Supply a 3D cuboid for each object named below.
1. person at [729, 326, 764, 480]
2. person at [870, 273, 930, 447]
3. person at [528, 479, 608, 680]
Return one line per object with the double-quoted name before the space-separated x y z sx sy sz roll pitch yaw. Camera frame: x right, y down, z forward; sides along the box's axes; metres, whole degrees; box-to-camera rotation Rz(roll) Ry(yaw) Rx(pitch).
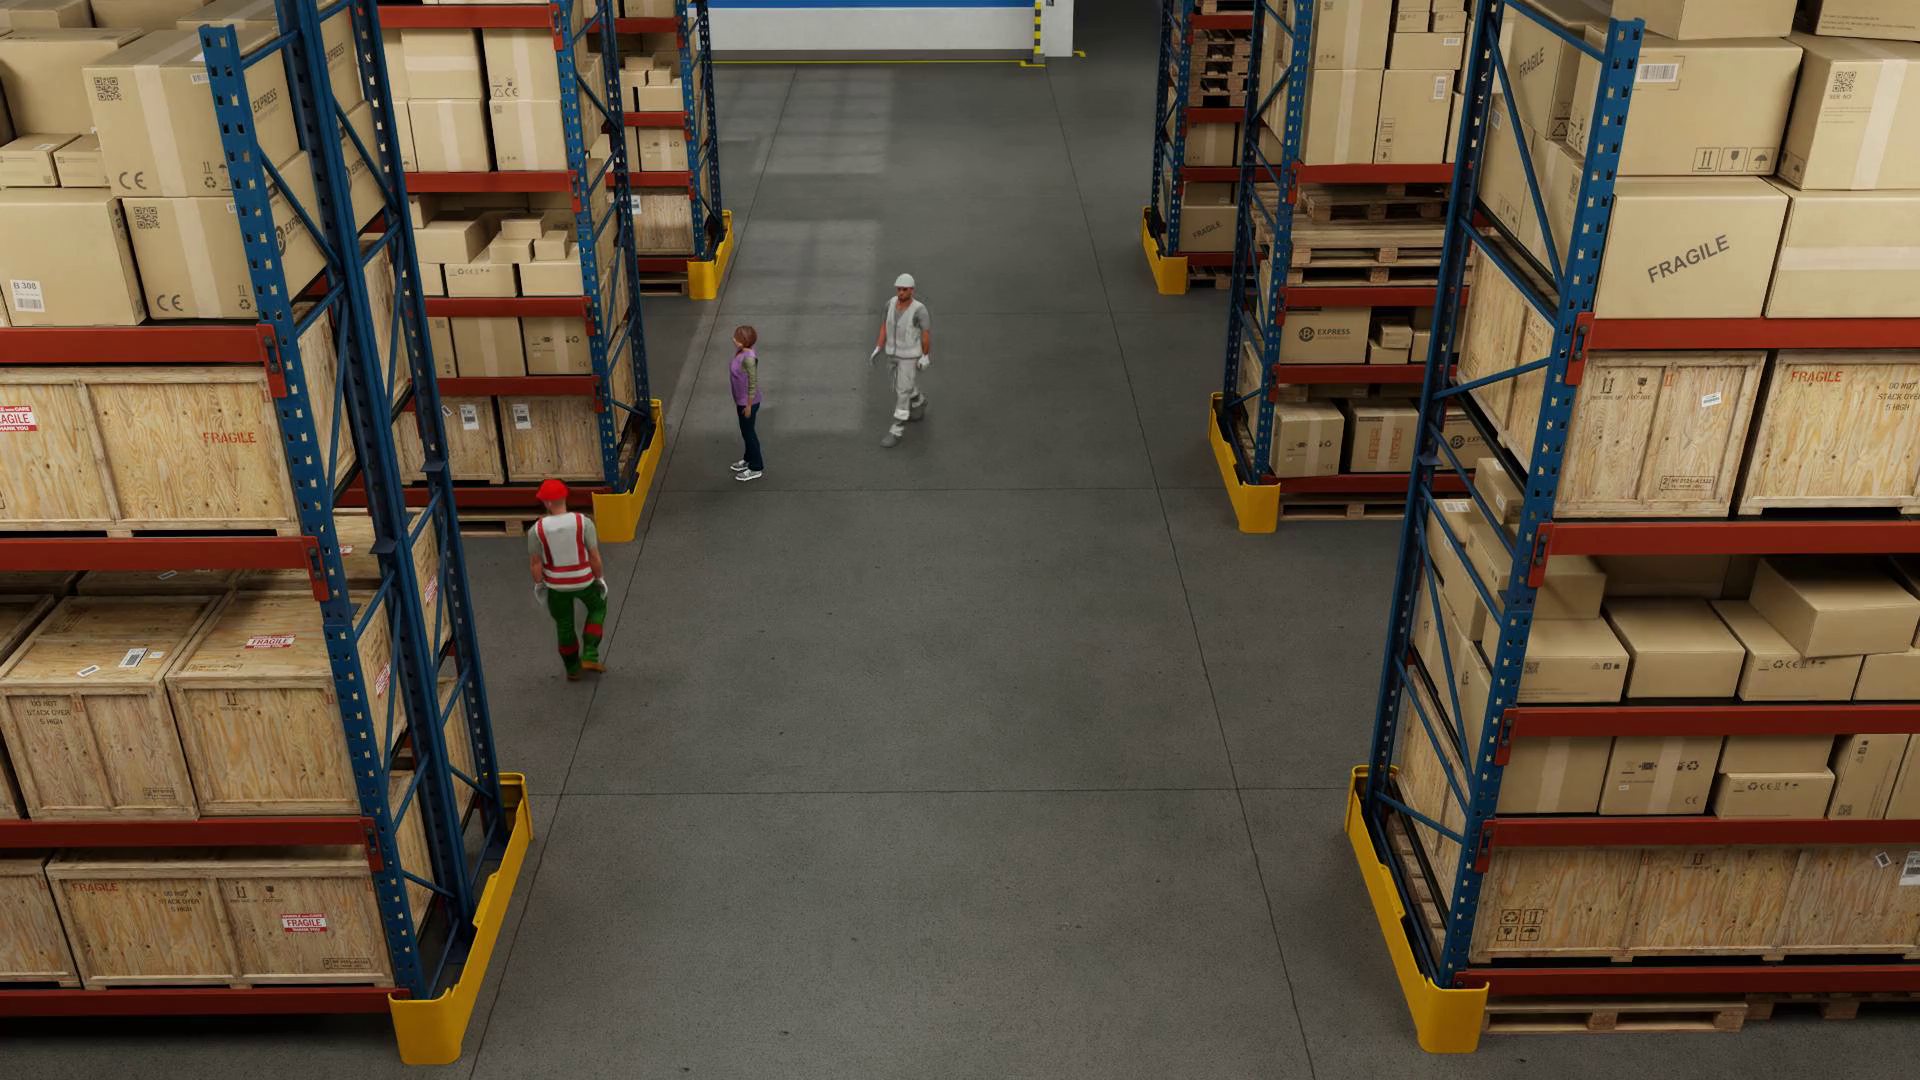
"person" -2.159 -1.393 16.674 0.341 1.600 0.406 -8 29 -14
"person" -0.609 -1.953 17.516 0.553 1.763 0.966 19 34 31
"person" -3.100 0.335 13.230 0.573 1.787 0.501 -4 29 -8
